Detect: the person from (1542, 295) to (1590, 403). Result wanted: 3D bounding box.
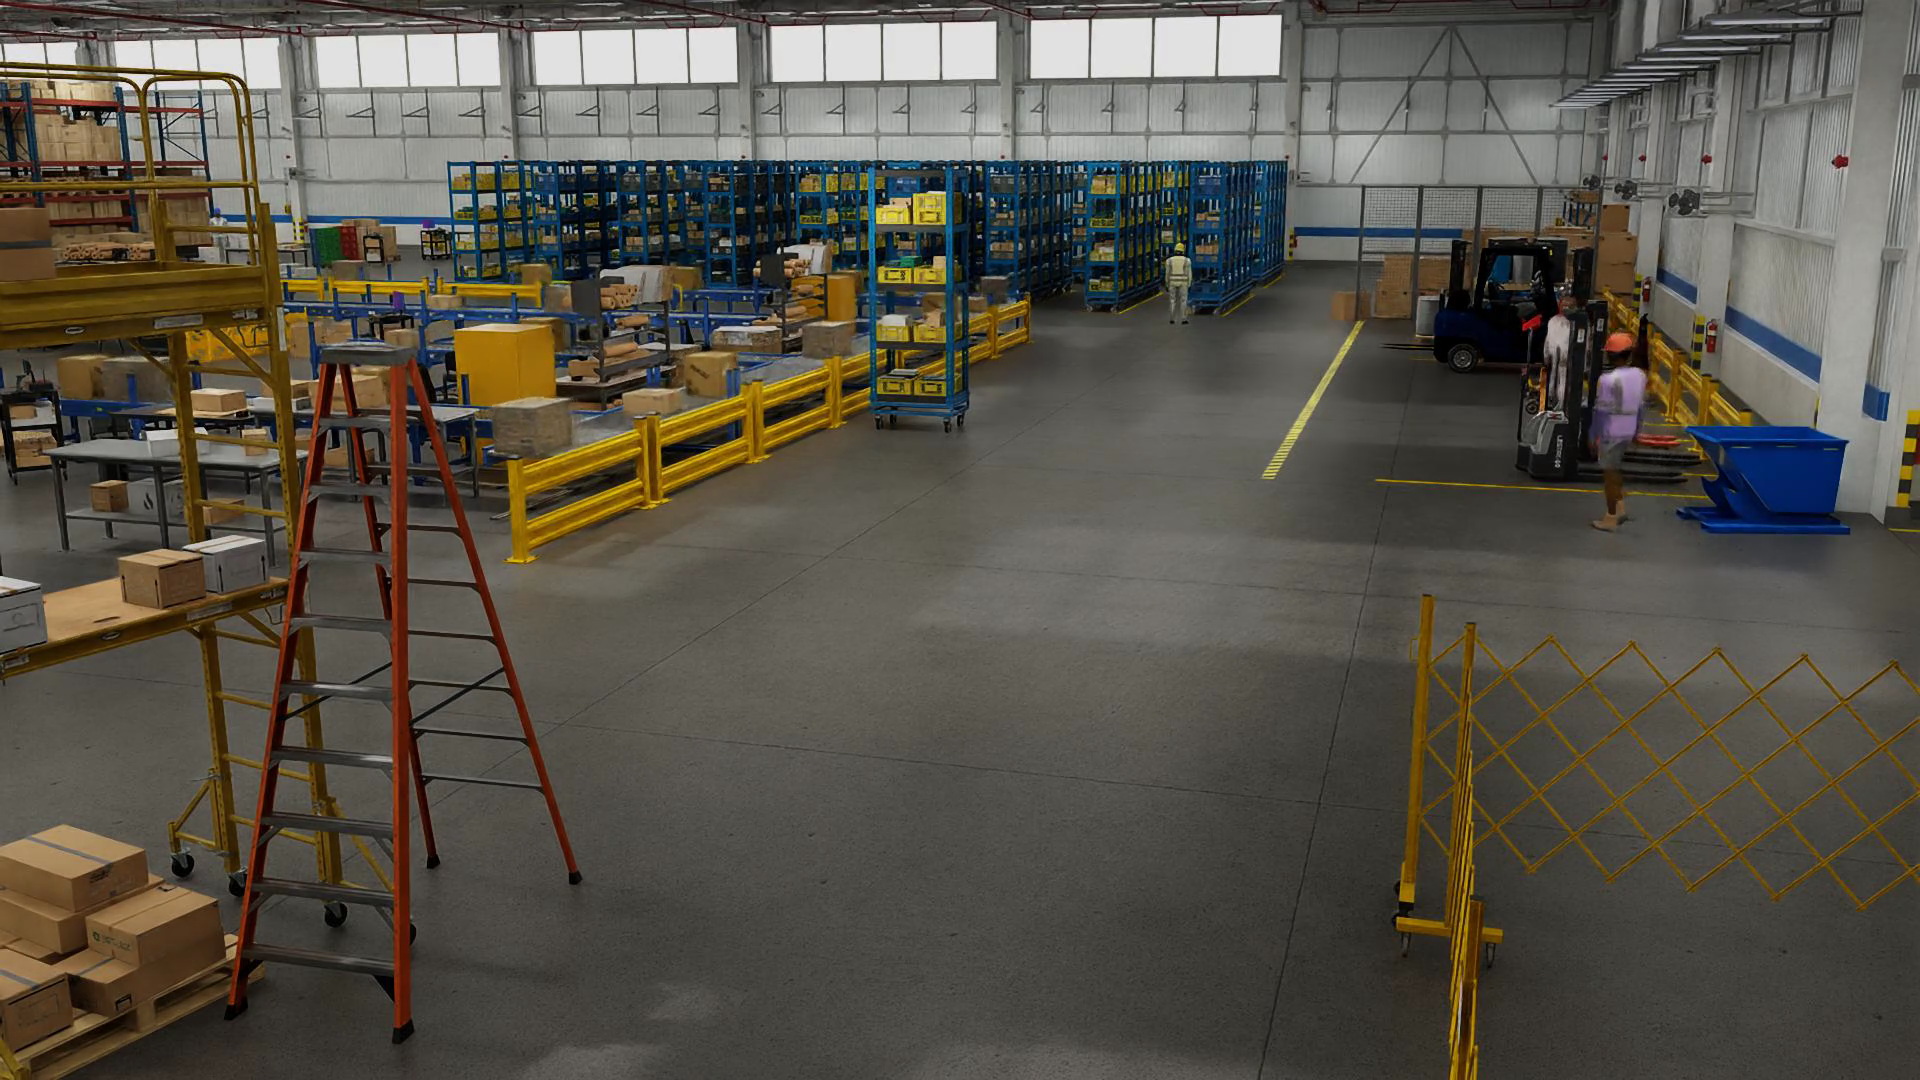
[{"bbox_3d":[8.352,-2.429,22.915,0.562,1.890,0.668,-8,15,-32],"label":"person"}]

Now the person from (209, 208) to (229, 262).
[{"bbox_3d":[-26.026,-10.679,58.439,0.616,1.944,0.397,-5,14,-22],"label":"person"}]

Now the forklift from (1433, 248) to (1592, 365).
[{"bbox_3d":[9.780,-4.111,29.280,2.680,1.987,1.157,3,13,14],"label":"forklift"}]

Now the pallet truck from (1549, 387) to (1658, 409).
[{"bbox_3d":[9.824,-2.669,25.407,1.601,1.201,0.680,4,14,16],"label":"pallet truck"}]

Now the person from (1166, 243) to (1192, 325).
[{"bbox_3d":[4.924,-5.761,37.439,0.588,1.835,0.403,4,14,16],"label":"person"}]

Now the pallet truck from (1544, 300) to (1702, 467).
[{"bbox_3d":[8.263,-1.952,20.631,1.885,1.965,0.823,5,14,20],"label":"pallet truck"}]

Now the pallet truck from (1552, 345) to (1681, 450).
[{"bbox_3d":[8.641,-1.896,21.908,1.630,1.274,0.653,4,14,16],"label":"pallet truck"}]

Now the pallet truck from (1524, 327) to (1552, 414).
[{"bbox_3d":[9.065,-2.460,24.370,1.522,1.261,0.704,3,13,14],"label":"pallet truck"}]

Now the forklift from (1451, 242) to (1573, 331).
[{"bbox_3d":[10.464,-4.597,31.405,2.680,1.987,1.157,4,14,16],"label":"forklift"}]

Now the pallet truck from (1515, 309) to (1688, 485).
[{"bbox_3d":[7.554,-1.677,19.446,1.885,1.965,0.823,3,13,14],"label":"pallet truck"}]

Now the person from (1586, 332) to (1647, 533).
[{"bbox_3d":[6.591,-1.079,16.786,0.642,2.028,0.424,-7,15,-29],"label":"person"}]
